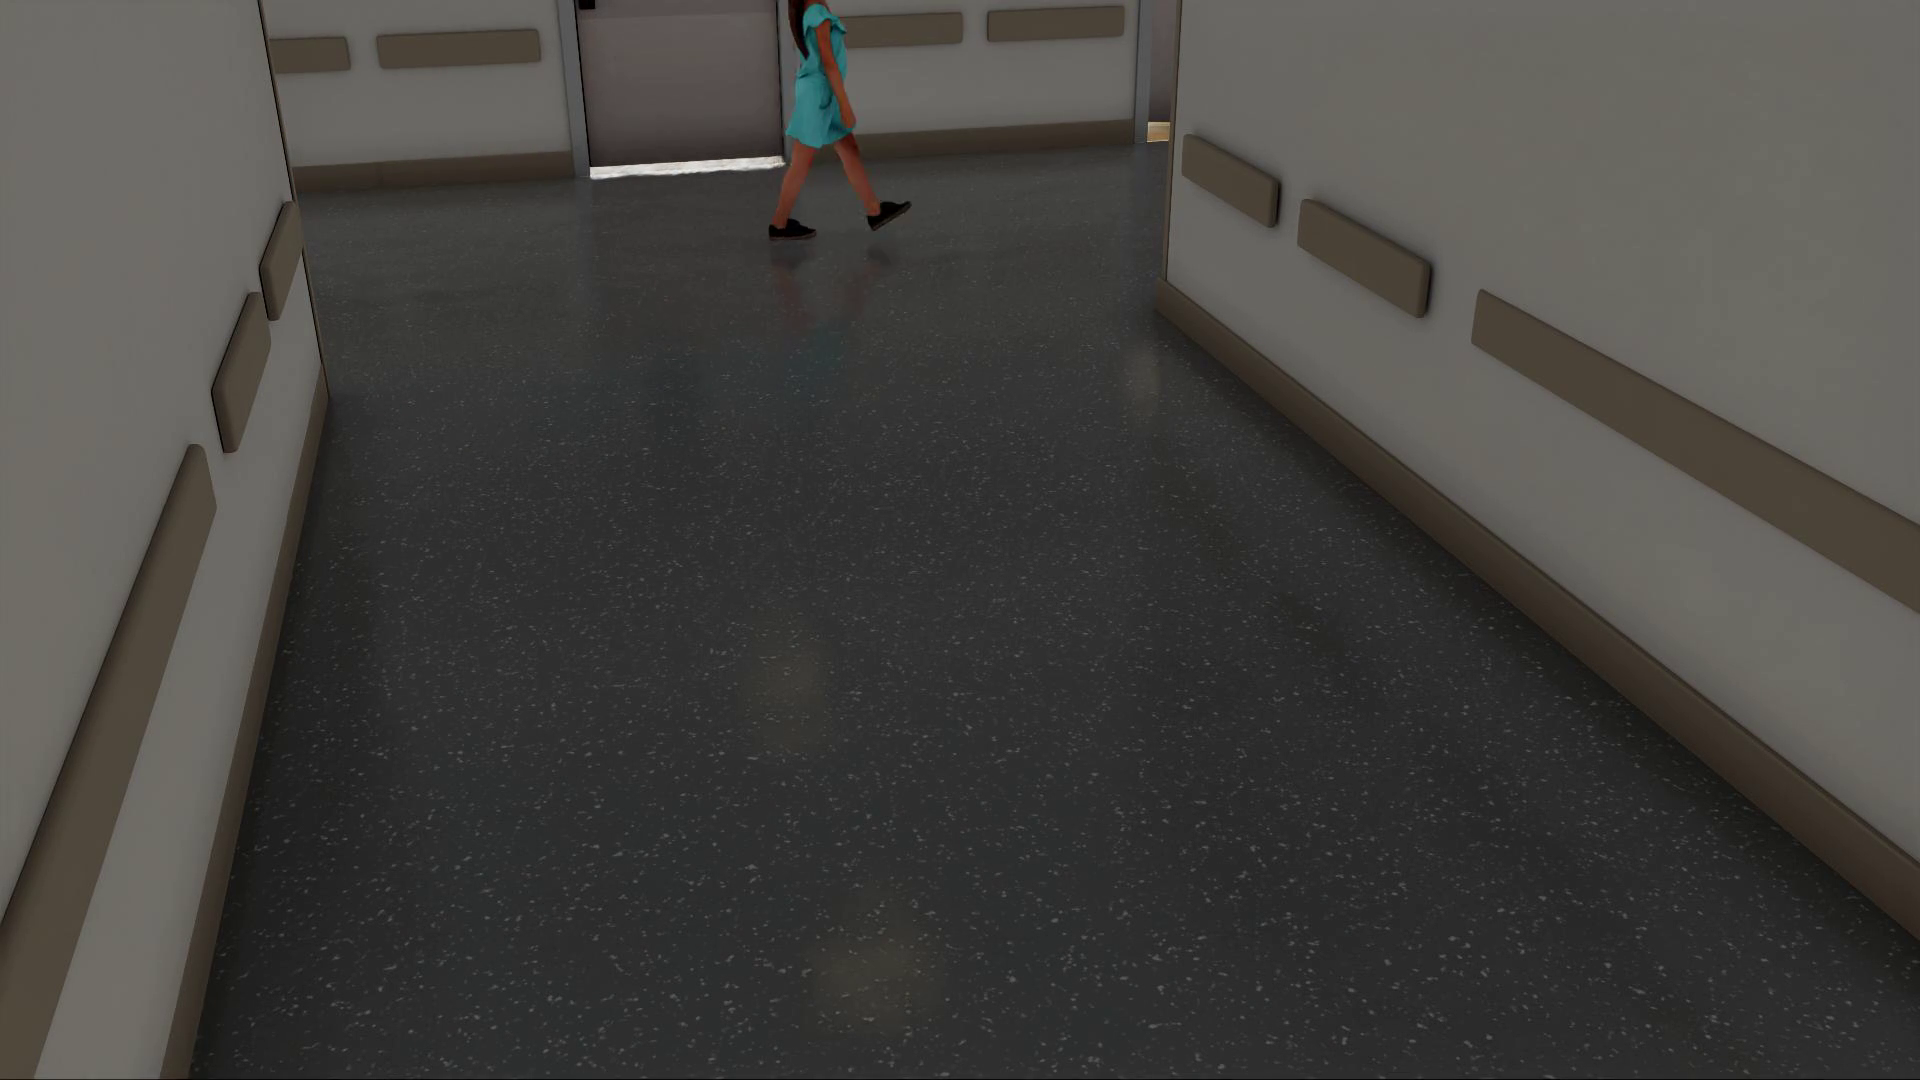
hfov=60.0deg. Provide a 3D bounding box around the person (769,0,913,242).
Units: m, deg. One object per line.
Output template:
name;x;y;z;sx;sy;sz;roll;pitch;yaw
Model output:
person;-0.812;-2.292;8.725;1.013;1.515;0.563;-6;26;-12
